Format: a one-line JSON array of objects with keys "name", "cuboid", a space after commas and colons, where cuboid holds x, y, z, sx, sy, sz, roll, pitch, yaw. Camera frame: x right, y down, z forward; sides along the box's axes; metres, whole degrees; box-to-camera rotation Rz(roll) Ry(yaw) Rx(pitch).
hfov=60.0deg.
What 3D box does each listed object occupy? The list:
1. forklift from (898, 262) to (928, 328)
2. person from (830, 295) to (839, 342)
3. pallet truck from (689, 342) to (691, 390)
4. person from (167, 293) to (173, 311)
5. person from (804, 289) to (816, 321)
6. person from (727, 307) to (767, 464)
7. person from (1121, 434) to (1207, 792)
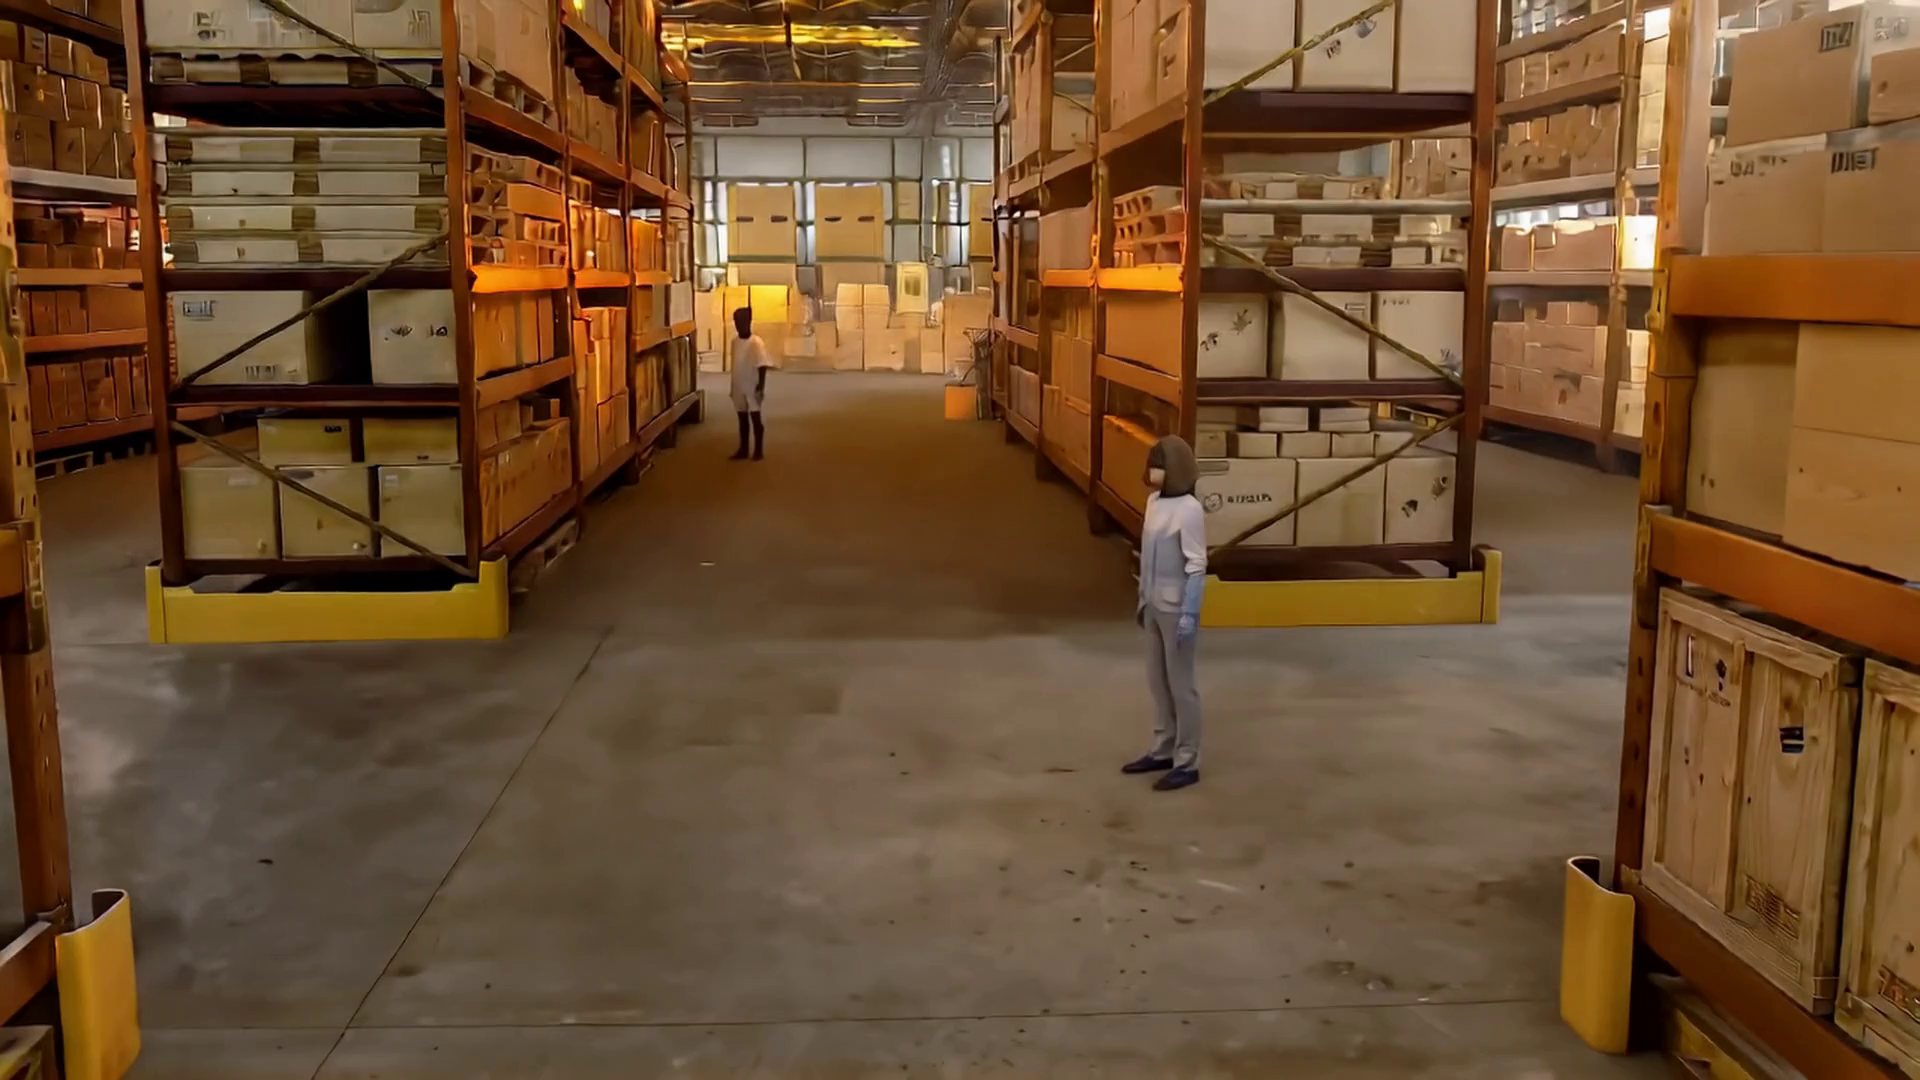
[{"name": "forklift", "cuboid": [-1.643, -8.231, 57.511, 1.129, 2.768, 1.873, -1, 9, -4]}, {"name": "person", "cuboid": [-4.183, -7.483, 56.524, 0.502, 1.695, 0.919, -7, 11, -36]}, {"name": "pallet truck", "cuboid": [-5.225, -3.008, 27.480, 1.885, 1.965, 0.823, 2, 9, 14]}, {"name": "person", "cuboid": [-26.839, -7.604, 56.528, 1.038, 1.944, 0.641, -2, 9, -10]}, {"name": "person", "cuboid": [-5.000, -7.165, 53.887, 0.865, 1.909, 0.635, -2, 9, -11]}, {"name": "person", "cuboid": [-2.678, -1.942, 20.883, 0.609, 1.964, 0.367, 8, 12, 42]}, {"name": "person", "cuboid": [0.951, 0.330, 7.652, 0.275, 1.636, 0.507, -3, 10, -19]}]
